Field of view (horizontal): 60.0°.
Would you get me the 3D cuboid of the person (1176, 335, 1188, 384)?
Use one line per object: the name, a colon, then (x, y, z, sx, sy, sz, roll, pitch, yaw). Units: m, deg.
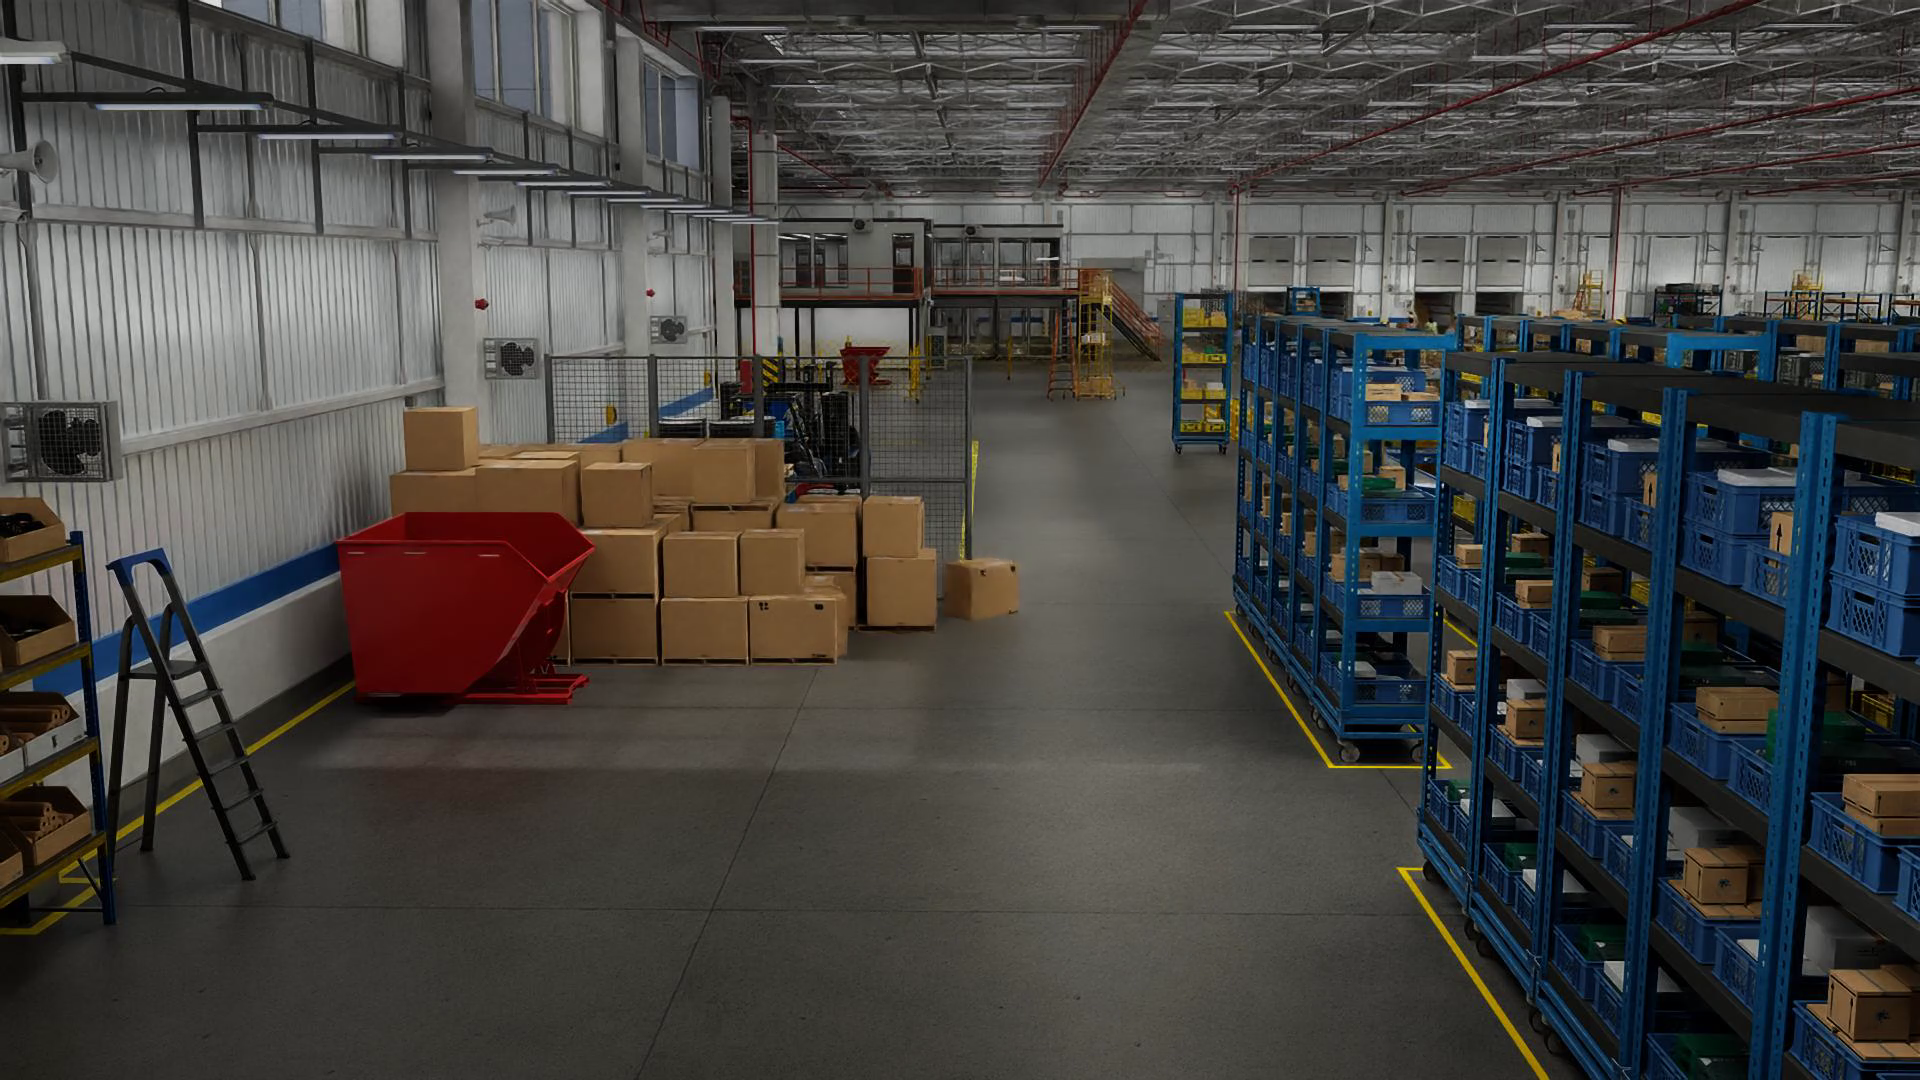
person: (8.021, -6.550, 60.403, 0.526, 1.765, 0.329, 2, 9, 10)

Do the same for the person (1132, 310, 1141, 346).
person: (9.578, -11.447, 90.036, 0.607, 1.951, 0.378, -8, 12, -42)

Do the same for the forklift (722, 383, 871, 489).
forklift: (-2.893, -1.687, 28.729, 2.680, 1.987, 1.157, 0, 9, -1)

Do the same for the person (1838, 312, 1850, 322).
person: (47.911, -11.433, 90.214, 0.618, 1.865, 0.582, 7, 12, 37)

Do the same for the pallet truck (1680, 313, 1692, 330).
pallet truck: (36.315, -10.531, 84.244, 0.823, 1.965, 1.885, -6, 11, -33)

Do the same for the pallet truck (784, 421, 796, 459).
pallet truck: (-4.013, -1.793, 32.705, 1.601, 1.201, 0.680, 0, 9, 1)

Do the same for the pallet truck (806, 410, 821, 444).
pallet truck: (-3.559, -2.018, 33.905, 1.522, 1.261, 0.704, 0, 9, -1)

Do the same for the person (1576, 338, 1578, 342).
person: (20.924, -6.082, 57.084, 0.518, 1.908, 0.617, 4, 10, 22)

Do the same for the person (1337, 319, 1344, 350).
person: (17.185, -9.035, 75.242, 0.615, 1.927, 0.643, -6, 11, -31)

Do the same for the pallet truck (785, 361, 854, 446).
pallet truck: (-3.410, -3.193, 38.978, 1.885, 1.965, 0.823, 0, 9, -1)

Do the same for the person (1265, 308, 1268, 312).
person: (17.777, -12.457, 96.361, 0.651, 1.924, 0.566, 3, 10, 20)

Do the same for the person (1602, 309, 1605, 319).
person: (36.397, -12.084, 93.829, 0.396, 1.992, 0.622, 0, 9, -1)

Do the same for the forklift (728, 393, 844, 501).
forklift: (-2.979, -1.316, 26.476, 2.680, 1.987, 1.157, 0, 9, 1)

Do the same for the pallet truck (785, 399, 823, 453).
pallet truck: (-3.814, -2.432, 36.419, 1.630, 1.274, 0.653, 0, 9, 1)

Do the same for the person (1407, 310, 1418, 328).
person: (25.802, -12.200, 94.908, 0.638, 1.876, 0.434, 2, 9, 11)

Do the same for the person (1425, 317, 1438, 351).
person: (23.527, -10.215, 82.884, 0.650, 1.806, 0.488, -1, 9, -4)

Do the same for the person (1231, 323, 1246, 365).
person: (12.163, -8.529, 72.209, 0.852, 1.902, 0.593, -7, 12, -37)

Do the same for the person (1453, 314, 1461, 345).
person: (27.291, -11.581, 91.567, 0.897, 1.722, 0.536, 0, 9, -2)

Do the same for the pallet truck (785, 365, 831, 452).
pallet truck: (-3.774, -2.976, 37.635, 1.885, 1.965, 0.823, 1, 9, 5)

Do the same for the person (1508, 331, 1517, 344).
person: (21.536, -7.361, 64.551, 0.538, 2.000, 0.706, 2, 10, 15)

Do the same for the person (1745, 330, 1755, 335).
person: (37.848, -9.746, 79.971, 0.873, 1.811, 0.631, -2, 9, -13)

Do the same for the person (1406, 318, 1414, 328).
person: (23.325, -10.718, 86.394, 0.751, 1.672, 0.533, -4, 10, -25)
